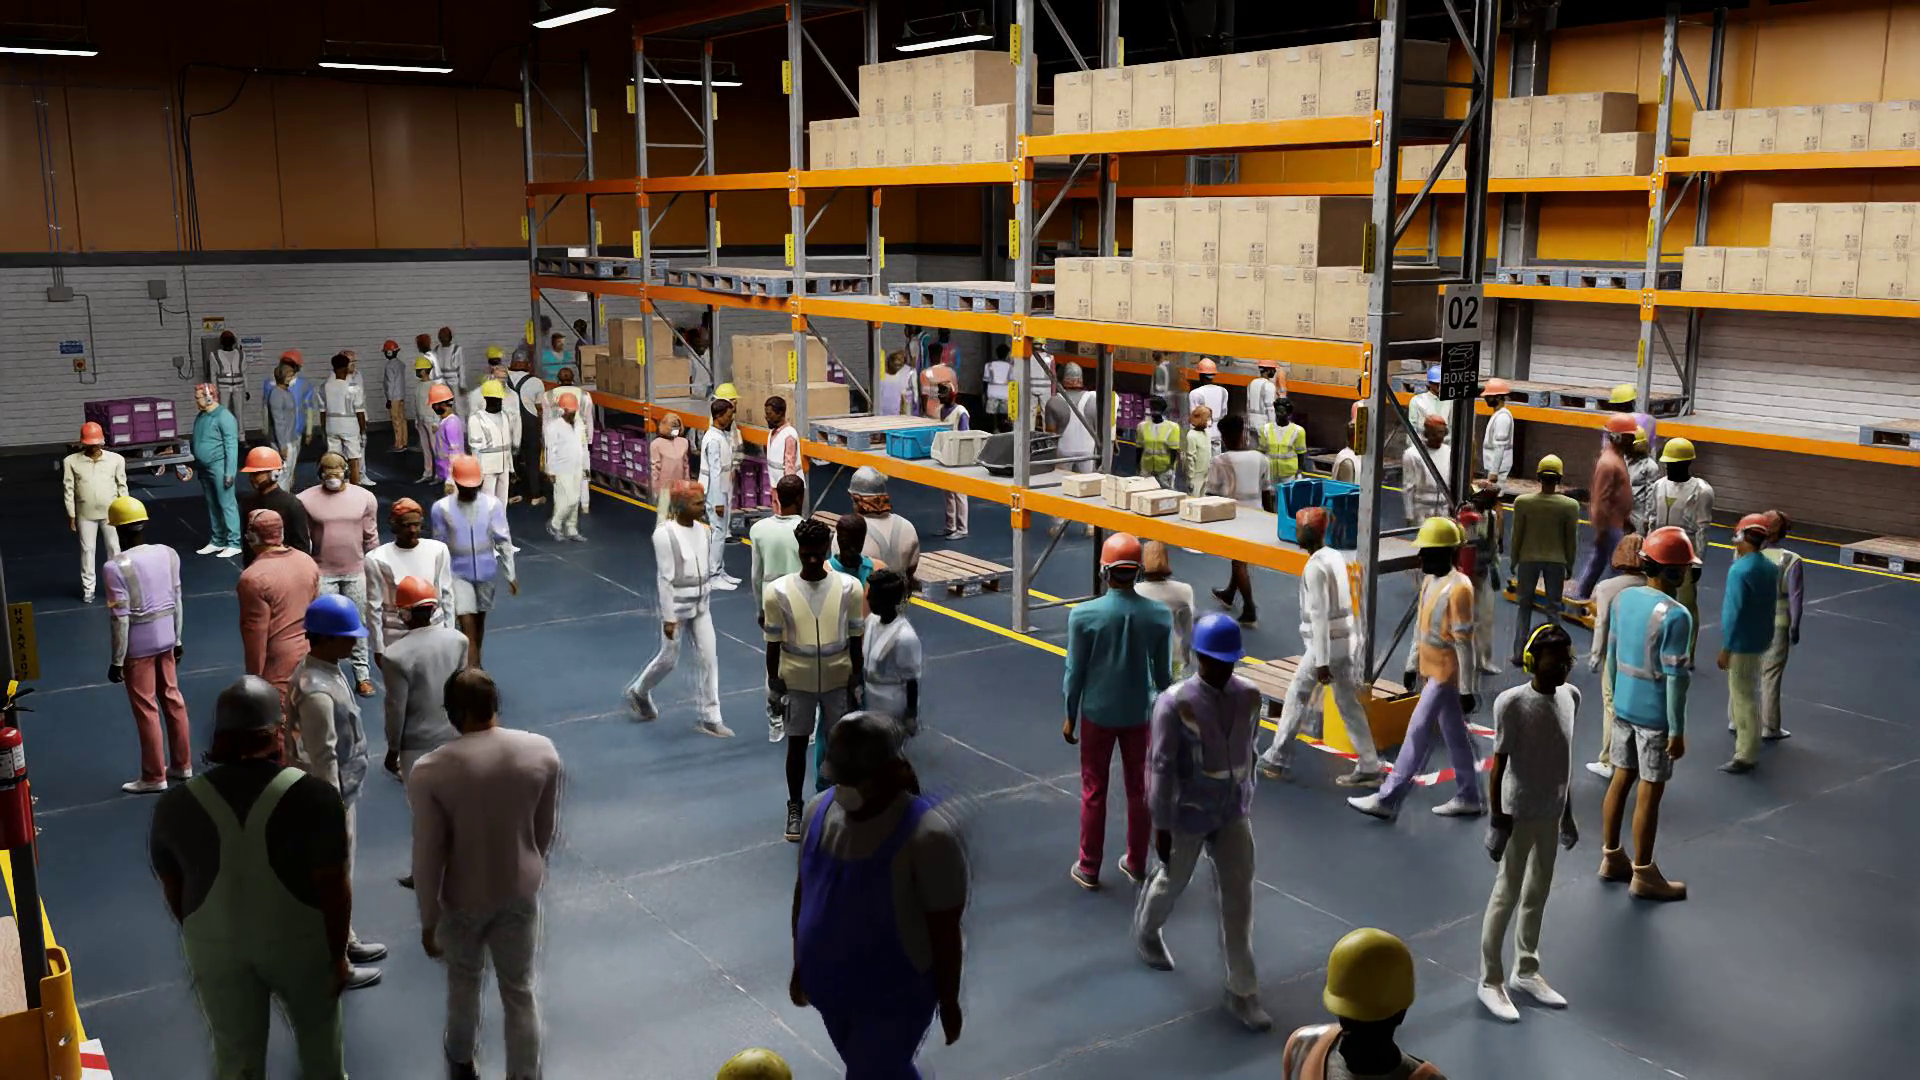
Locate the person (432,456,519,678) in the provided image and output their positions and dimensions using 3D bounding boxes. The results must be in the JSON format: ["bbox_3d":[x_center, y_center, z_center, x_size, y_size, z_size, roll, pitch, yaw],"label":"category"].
[{"bbox_3d":[-3.740,0.278,12.846,0.576,1.868,1.004,-6,12,-26],"label":"person"}]

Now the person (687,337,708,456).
[{"bbox_3d":[-4.055,-2.217,25.727,0.348,1.839,0.505,5,12,23],"label":"person"}]

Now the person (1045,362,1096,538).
[{"bbox_3d":[1.277,-1.049,19.223,0.688,2.000,0.536,-3,11,-13],"label":"person"}]

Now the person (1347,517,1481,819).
[{"bbox_3d":[2.814,0.794,10.161,0.936,1.886,0.615,0,11,1],"label":"person"}]

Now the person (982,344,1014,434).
[{"bbox_3d":[0.635,-2.309,26.622,0.549,1.669,0.699,-1,11,-7],"label":"person"}]

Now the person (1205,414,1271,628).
[{"bbox_3d":[2.525,-0.203,15.250,0.614,1.896,1.025,-5,12,-24],"label":"person"}]

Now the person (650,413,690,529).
[{"bbox_3d":[-3.065,-0.542,17.672,0.287,1.633,0.497,9,14,40],"label":"person"}]

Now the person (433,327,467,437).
[{"bbox_3d":[-8.480,-2.611,27.688,0.584,1.860,0.481,3,12,17],"label":"person"}]

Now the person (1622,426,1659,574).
[{"bbox_3d":[6.416,-0.242,15.909,0.375,1.729,0.481,-6,12,-27],"label":"person"}]

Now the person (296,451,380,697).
[{"bbox_3d":[-4.755,0.270,12.751,0.627,1.934,0.371,-6,12,-27],"label":"person"}]

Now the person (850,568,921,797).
[{"bbox_3d":[-0.452,0.981,9.786,0.682,1.662,0.549,-5,12,-25],"label":"person"}]

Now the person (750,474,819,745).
[{"bbox_3d":[-1.186,0.491,11.653,0.588,1.920,0.392,5,12,24],"label":"person"}]

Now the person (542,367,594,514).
[{"bbox_3d":[-4.878,-1.233,20.715,0.626,1.832,0.431,-4,12,-18],"label":"person"}]

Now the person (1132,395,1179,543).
[{"bbox_3d":[2.219,-0.805,18.878,0.543,1.686,0.389,5,12,23],"label":"person"}]

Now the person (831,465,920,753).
[{"bbox_3d":[-0.641,0.497,11.307,0.682,2.000,0.537,-10,15,-41],"label":"person"}]

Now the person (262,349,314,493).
[{"bbox_3d":[-8.556,-1.426,21.266,0.665,1.994,0.663,-8,13,-35],"label":"person"}]

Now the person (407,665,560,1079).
[{"bbox_3d":[-1.965,1.440,6.881,0.633,1.882,0.926,-6,13,-29],"label":"person"}]

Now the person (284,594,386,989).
[{"bbox_3d":[-3.001,1.203,7.975,0.420,1.933,0.623,-4,12,-18],"label":"person"}]

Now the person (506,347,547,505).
[{"bbox_3d":[-5.610,-1.475,21.402,0.683,2.000,0.537,2,11,8],"label":"person"}]

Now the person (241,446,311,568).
[{"bbox_3d":[-5.163,0.282,12.522,0.613,1.995,0.387,5,12,25],"label":"person"}]

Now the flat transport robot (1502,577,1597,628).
[{"bbox_3d":[5.767,0.561,15.519,0.652,0.197,1.431,-3,12,-17],"label":"flat transport robot"}]

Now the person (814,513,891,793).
[{"bbox_3d":[-0.691,0.765,10.272,0.590,1.911,0.391,-7,13,-32],"label":"person"}]

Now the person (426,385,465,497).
[{"bbox_3d":[-5.433,-0.688,17.664,0.374,1.928,0.542,-4,12,-17],"label":"person"}]

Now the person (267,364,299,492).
[{"bbox_3d":[-8.180,-1.172,20.159,0.375,1.932,0.624,-3,11,-13],"label":"person"}]

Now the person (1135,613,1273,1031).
[{"bbox_3d":[1.126,1.246,7.841,0.628,1.906,0.991,-5,12,-23],"label":"person"}]

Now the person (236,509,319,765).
[{"bbox_3d":[-4.263,0.747,10.379,0.403,1.904,0.651,3,11,15],"label":"person"}]

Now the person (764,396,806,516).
[{"bbox_3d":[-1.781,-0.499,16.764,0.412,1.907,0.595,-5,12,-23],"label":"person"}]

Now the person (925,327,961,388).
[{"bbox_3d":[-0.289,-2.831,28.876,0.632,1.826,0.572,1,11,5],"label":"person"}]

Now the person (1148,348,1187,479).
[{"bbox_3d":[2.871,-1.829,23.256,0.733,2.027,0.624,5,12,26],"label":"person"}]

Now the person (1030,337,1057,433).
[{"bbox_3d":[1.265,-2.379,26.590,0.588,1.823,0.403,3,11,15],"label":"person"}]

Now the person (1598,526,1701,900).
[{"bbox_3d":[3.772,0.931,9.080,0.394,2.044,0.609,-2,11,-12],"label":"person"}]

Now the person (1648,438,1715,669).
[{"bbox_3d":[5.846,0.115,13.595,0.405,1.919,0.581,-5,12,-26],"label":"person"}]

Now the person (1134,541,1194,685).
[{"bbox_3d":[1.289,0.793,10.967,0.515,1.587,0.870,0,11,0],"label":"person"}]

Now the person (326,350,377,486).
[{"bbox_3d":[-8.286,-1.638,22.625,0.403,1.895,0.647,4,12,19],"label":"person"}]

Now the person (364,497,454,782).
[{"bbox_3d":[-3.600,0.649,10.960,0.564,1.880,0.357,-8,14,-36],"label":"person"}]

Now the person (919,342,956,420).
[{"bbox_3d":[-0.281,-1.834,23.523,0.615,1.936,0.897,-7,13,-31],"label":"person"}]

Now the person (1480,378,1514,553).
[{"bbox_3d":[5.891,-0.820,18.349,0.378,1.930,0.538,3,11,13],"label":"person"}]

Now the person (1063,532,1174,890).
[{"bbox_3d":[0.869,0.944,9.179,0.619,1.989,0.396,-2,11,-12],"label":"person"}]

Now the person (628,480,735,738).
[{"bbox_3d":[-2.028,0.479,11.940,0.906,1.851,0.567,8,14,37],"label":"person"}]

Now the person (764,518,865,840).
[{"bbox_3d":[-0.857,0.824,9.864,0.598,1.958,0.379,-2,11,-10],"label":"person"}]

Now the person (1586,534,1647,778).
[{"bbox_3d":[4.400,0.765,10.980,0.497,1.633,0.285,-2,11,-9],"label":"person"}]
